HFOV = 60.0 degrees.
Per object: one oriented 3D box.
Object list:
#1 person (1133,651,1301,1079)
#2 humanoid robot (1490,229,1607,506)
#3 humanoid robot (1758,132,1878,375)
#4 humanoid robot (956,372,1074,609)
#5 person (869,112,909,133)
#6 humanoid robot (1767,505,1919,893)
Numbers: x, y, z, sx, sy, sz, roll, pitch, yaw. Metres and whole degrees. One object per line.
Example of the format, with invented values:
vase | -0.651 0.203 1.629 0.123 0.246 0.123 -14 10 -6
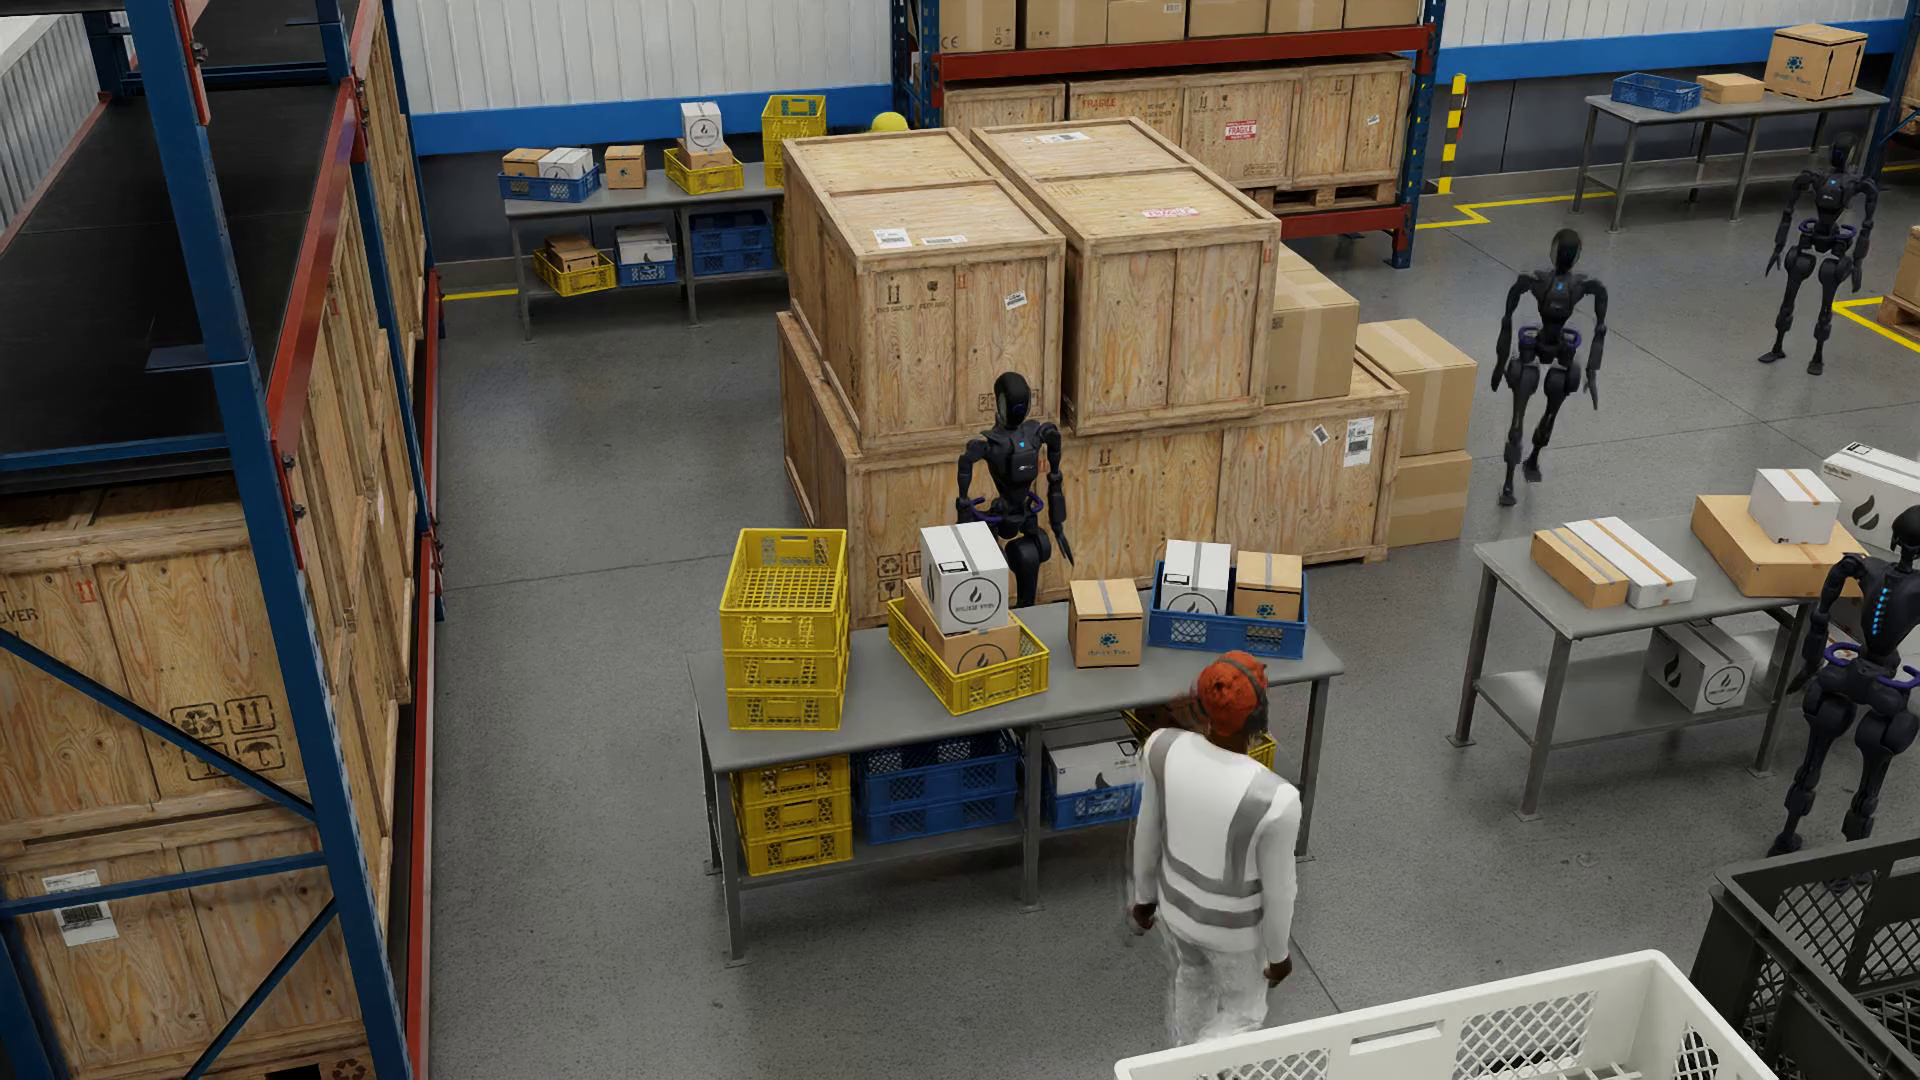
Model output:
person | 0.757 1.204 5.270 0.637 1.867 0.572 -23 36 -36
humanoid robot | 3.354 -0.999 9.515 0.559 1.627 0.768 7 30 12
humanoid robot | 5.766 -1.923 11.150 0.604 1.647 0.353 22 36 34
humanoid robot | 0.235 0.002 7.641 0.616 1.656 0.310 -15 32 -25
person | -0.478 -1.855 10.814 0.881 1.865 0.561 -6 29 -10
humanoid robot | 3.560 0.606 6.541 0.325 1.658 0.600 -22 36 -34
